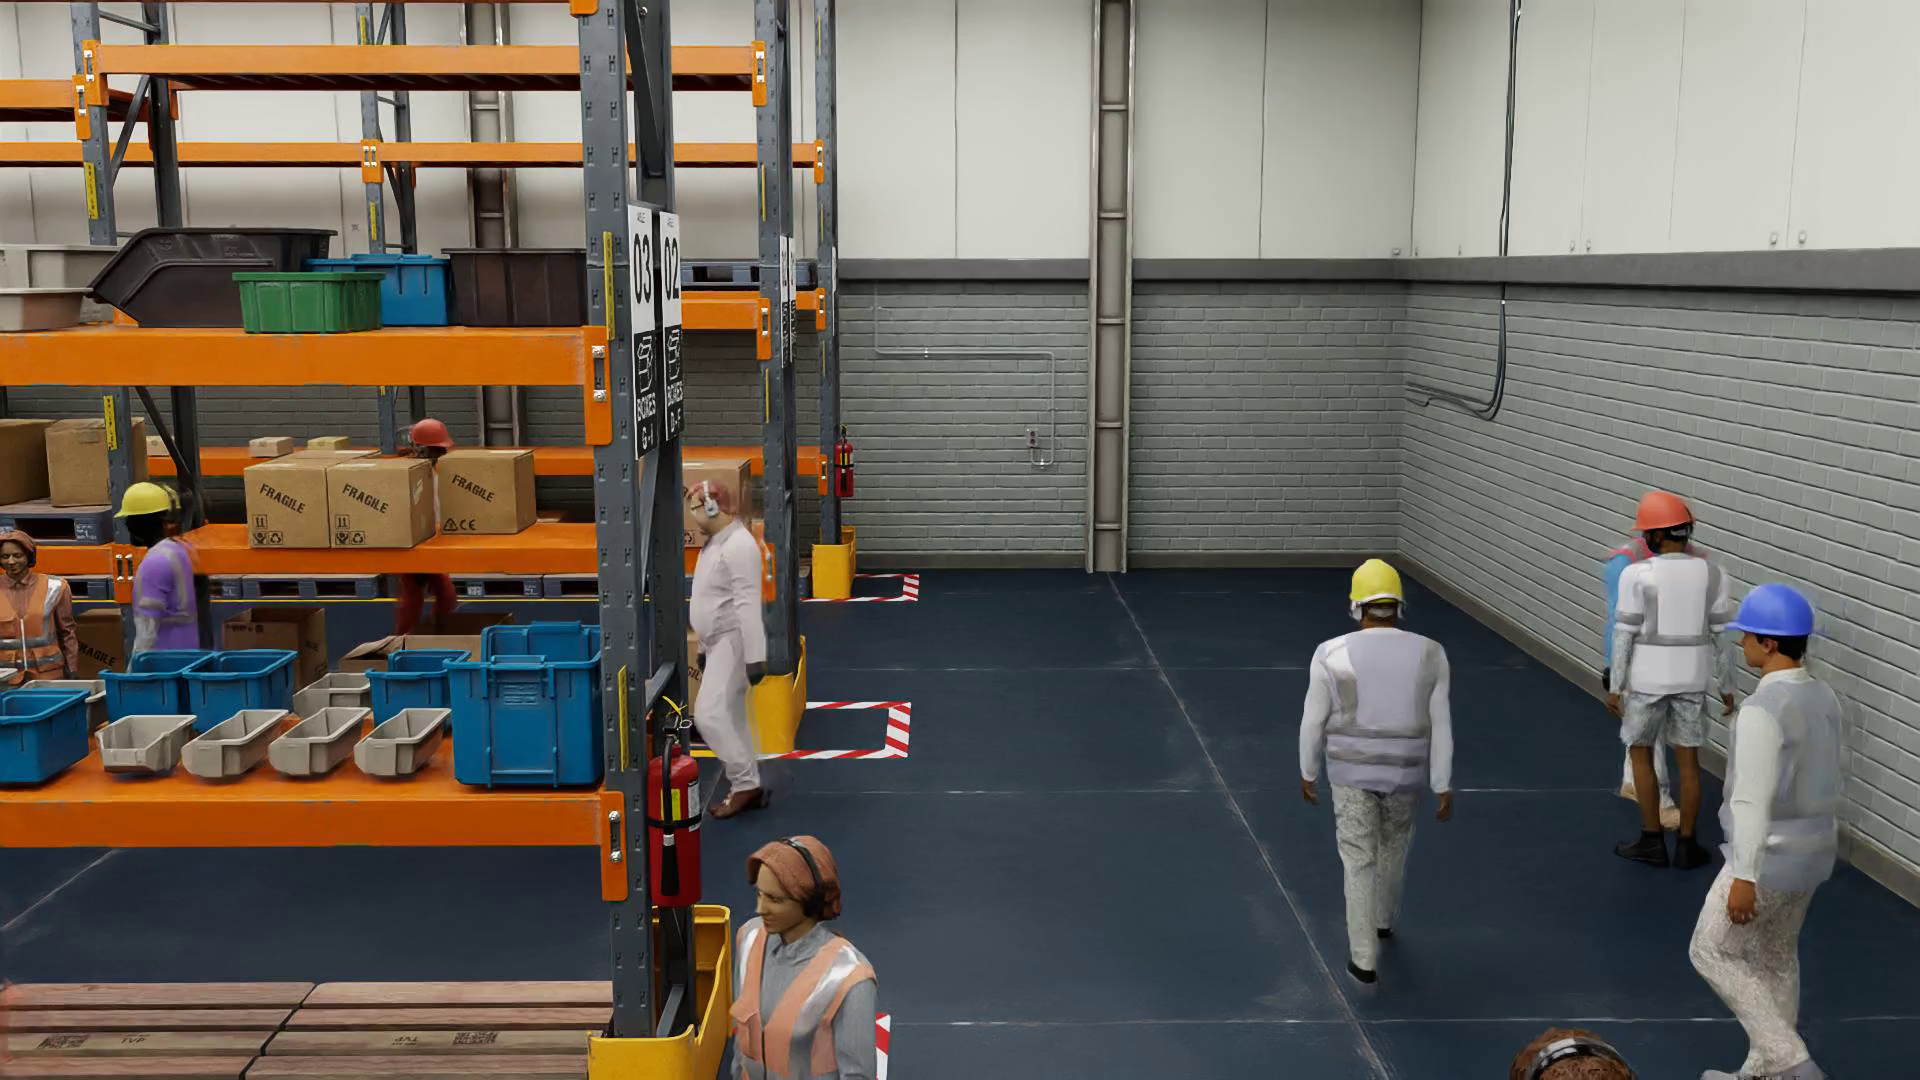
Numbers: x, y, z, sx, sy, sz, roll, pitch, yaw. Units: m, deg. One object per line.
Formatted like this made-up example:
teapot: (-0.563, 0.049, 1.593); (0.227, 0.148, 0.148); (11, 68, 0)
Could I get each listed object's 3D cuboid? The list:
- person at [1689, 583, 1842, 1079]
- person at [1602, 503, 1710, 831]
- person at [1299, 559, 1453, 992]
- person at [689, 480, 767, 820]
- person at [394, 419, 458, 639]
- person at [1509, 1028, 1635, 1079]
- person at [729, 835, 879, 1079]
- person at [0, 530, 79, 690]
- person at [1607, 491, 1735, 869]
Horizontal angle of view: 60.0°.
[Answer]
person: (2.877, 1.115, 5.906); (0.644, 1.932, 0.453); (-8, 12, -41)
person: (3.851, 0.667, 9.104); (0.688, 1.795, 0.806); (-3, 10, -19)
person: (1.775, 0.967, 7.222); (0.622, 1.792, 0.856); (0, 9, 2)
person: (-1.311, 0.607, 9.212); (0.465, 1.873, 0.691); (-4, 10, -22)
person: (-3.914, 0.090, 12.116); (0.586, 1.957, 0.628); (0, 9, 0)
person: (0.993, 1.690, 2.709); (0.647, 1.828, 0.459); (1, 9, 6)
person: (-0.390, 1.537, 4.252); (0.315, 1.635, 0.527); (-9, 13, -44)
person: (-5.065, 0.755, 9.025); (0.523, 1.638, 0.310); (-5, 11, -29)
person: (3.613, 0.712, 8.468); (0.645, 1.917, 0.423); (0, 9, -1)
